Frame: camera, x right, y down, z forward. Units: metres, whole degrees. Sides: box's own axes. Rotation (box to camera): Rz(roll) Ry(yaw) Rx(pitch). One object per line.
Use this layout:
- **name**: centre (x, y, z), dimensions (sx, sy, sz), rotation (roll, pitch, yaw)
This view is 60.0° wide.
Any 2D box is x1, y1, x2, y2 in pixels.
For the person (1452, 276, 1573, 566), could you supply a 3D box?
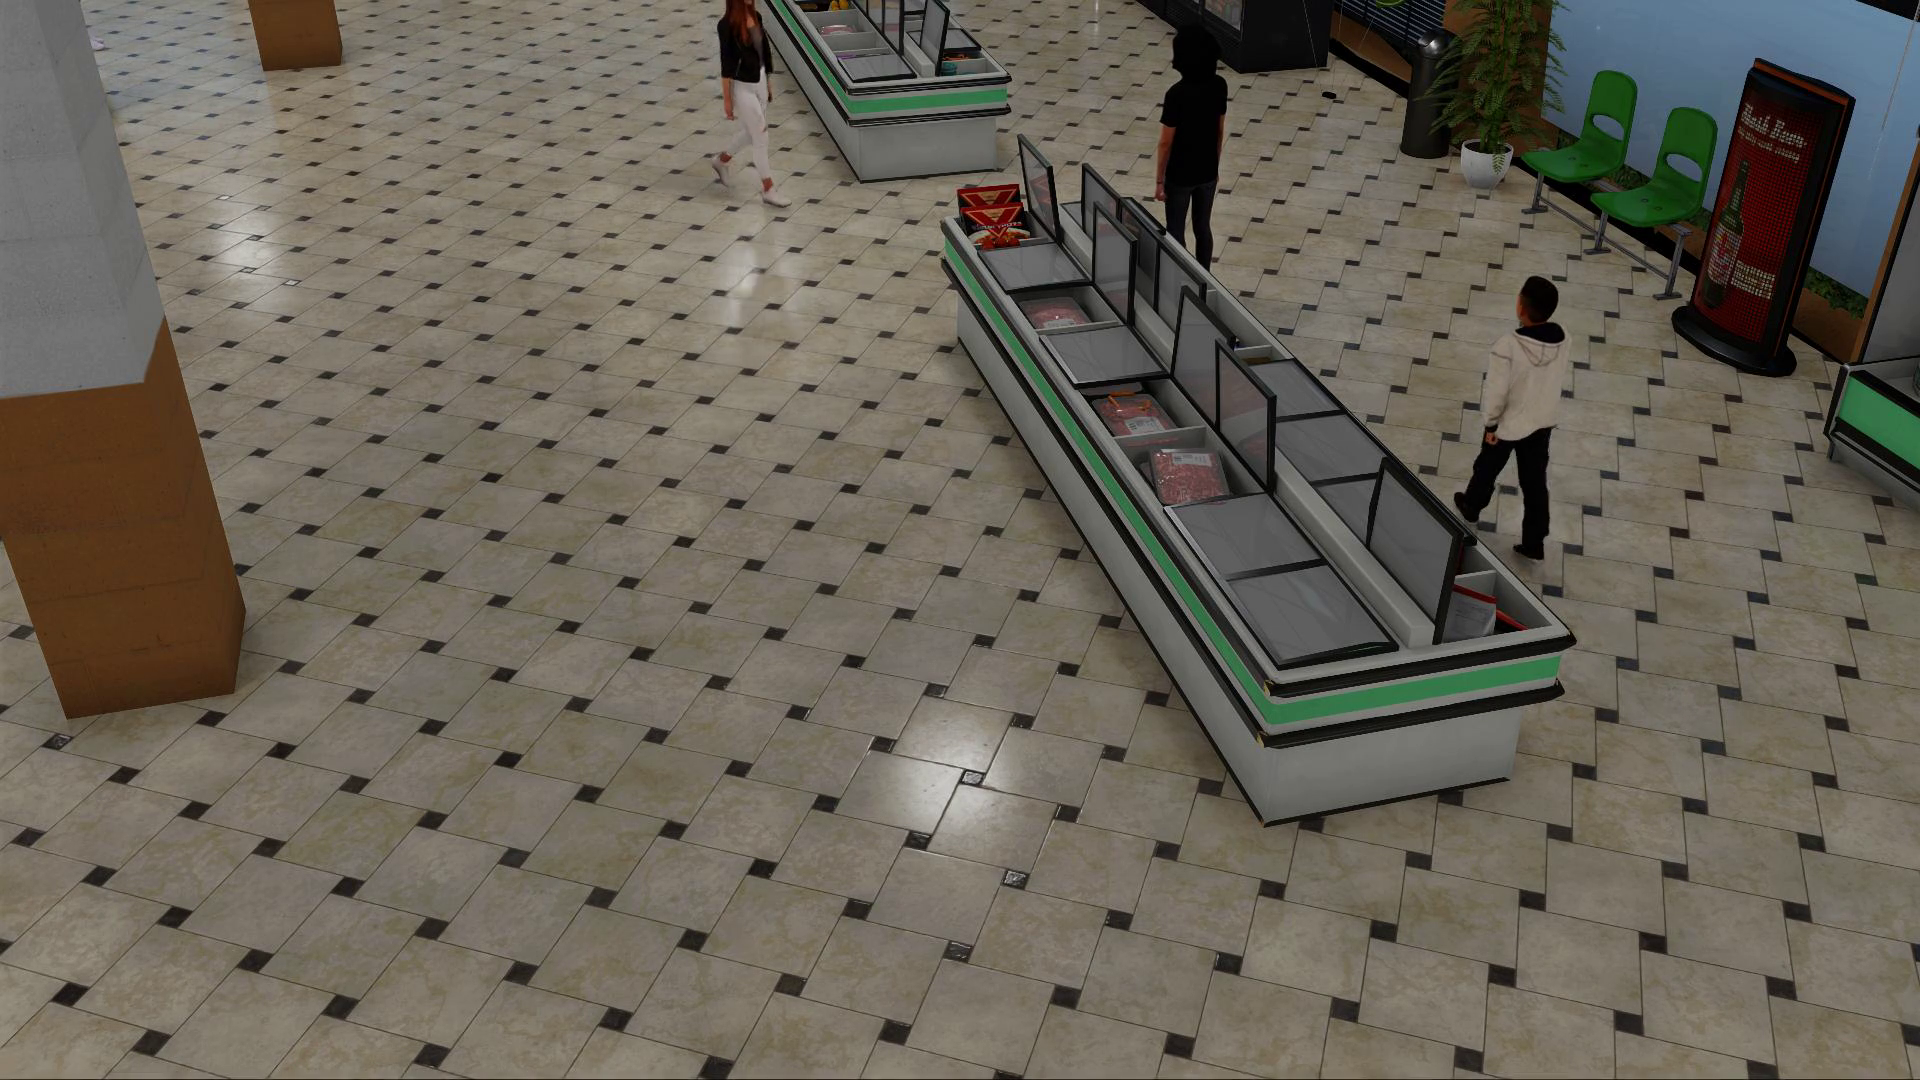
- **person**: centre (2.777, -0.552, 8.104), dimensions (0.664, 1.429, 0.989), rotation (-4, 32, -7)

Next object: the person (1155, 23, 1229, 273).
- **person**: centre (1.492, -2.381, 10.669), dimensions (0.682, 1.826, 0.603), rotation (-15, 35, -23)

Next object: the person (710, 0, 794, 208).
- **person**: centre (-1.627, -3.342, 12.357), dimensions (1.121, 1.674, 1.041), rotation (18, 36, 27)
